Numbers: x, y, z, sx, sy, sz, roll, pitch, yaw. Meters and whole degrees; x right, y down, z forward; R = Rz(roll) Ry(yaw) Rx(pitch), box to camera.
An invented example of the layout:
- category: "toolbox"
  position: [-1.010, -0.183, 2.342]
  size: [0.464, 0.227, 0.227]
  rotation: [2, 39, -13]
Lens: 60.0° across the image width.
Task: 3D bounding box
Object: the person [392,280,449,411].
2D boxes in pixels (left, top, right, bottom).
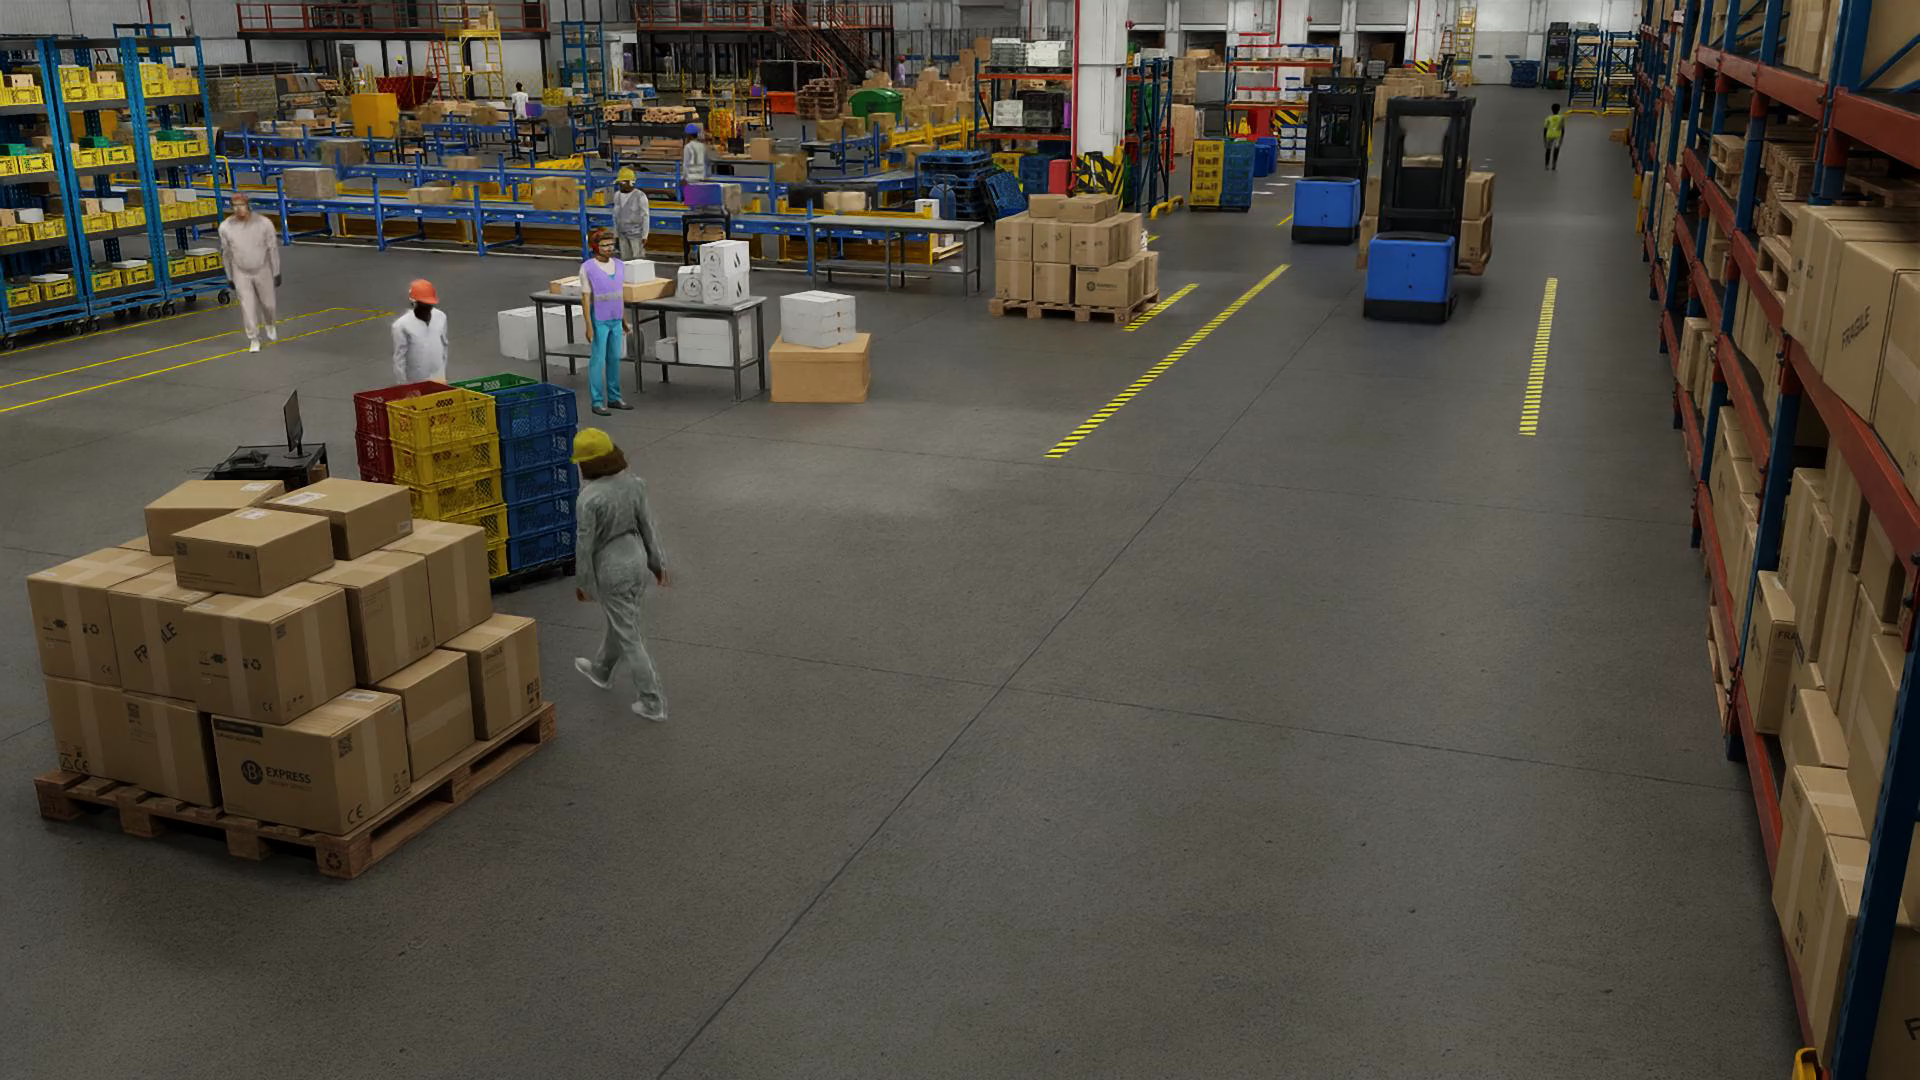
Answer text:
- category: "person"
  position: [-4.729, -1.467, 14.709]
  size: [0.866, 1.680, 0.587]
  rotation: [15, 23, 38]

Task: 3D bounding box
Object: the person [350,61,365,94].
- category: "person"
  position: [-25.657, -19.444, 70.862]
  size: [0.572, 1.887, 0.356]
  rotation: [-5, 18, -15]

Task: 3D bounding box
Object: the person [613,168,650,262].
- category: "person"
  position: [-4.630, -4.303, 23.375]
  size: [0.592, 1.833, 0.404]
  rotation: [10, 20, 29]

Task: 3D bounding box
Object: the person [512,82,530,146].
- category: "person"
  position: [-13.193, -12.804, 50.036]
  size: [0.514, 1.866, 0.329]
  rotation: [-2, 18, -7]

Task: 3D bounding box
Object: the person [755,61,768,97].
- category: "person"
  position: [-8.593, -19.777, 71.904]
  size: [0.925, 1.902, 0.542]
  rotation: [2, 18, 5]

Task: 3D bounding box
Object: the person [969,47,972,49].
- category: "person"
  position: [0.577, -26.533, 92.982]
  size: [0.650, 1.981, 0.628]
  rotation: [-15, 23, -39]

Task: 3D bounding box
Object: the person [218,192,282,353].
- category: "person"
  position: [-8.448, -3.205, 19.837]
  size: [0.655, 1.883, 0.537]
  rotation: [-6, 19, -19]

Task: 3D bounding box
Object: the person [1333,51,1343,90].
- category: "person"
  position: [19.287, -24.007, 85.058]
  size: [0.464, 1.979, 0.622]
  rotation: [14, 22, 37]

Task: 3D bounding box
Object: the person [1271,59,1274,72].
- category: "person"
  position: [16.394, -24.212, 85.995]
  size: [0.954, 1.791, 0.624]
  rotation: [15, 23, 40]

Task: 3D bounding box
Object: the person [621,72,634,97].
- category: "person"
  position: [-12.412, -16.559, 62.003]
  size: [0.365, 1.750, 0.552]
  rotation: [11, 21, 31]

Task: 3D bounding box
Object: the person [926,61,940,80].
- category: "person"
  position: [-1.150, -19.297, 70.368]
  size: [0.636, 1.915, 0.444]
  rotation: [7, 19, 20]

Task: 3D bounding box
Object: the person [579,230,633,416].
- category: "person"
  position: [-3.570, -2.188, 16.709]
  size: [0.374, 1.843, 0.568]
  rotation: [11, 21, 31]

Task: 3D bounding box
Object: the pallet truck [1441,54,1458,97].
- category: "pallet truck"
  position: [22.765, -21.886, 78.355]
  size: [0.823, 1.965, 1.885]
  rotation: [-4, 18, -14]

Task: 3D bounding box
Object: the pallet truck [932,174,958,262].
- category: "pallet truck"
  position: [-0.507, -5.292, 27.348]
  size: [0.653, 1.274, 1.630]
  rotation: [6, 19, 19]

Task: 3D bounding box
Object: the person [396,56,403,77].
- category: "person"
  position: [-25.614, -21.144, 76.137]
  size: [0.382, 1.928, 0.587]
  rotation: [-6, 19, -18]

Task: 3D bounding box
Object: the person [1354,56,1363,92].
- category: "person"
  position: [18.731, -21.821, 78.357]
  size: [0.521, 1.873, 0.334]
  rotation: [-9, 20, -26]

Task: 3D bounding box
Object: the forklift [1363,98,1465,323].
- category: "forklift"
  position: [6.065, -4.403, 21.991]
  size: [1.129, 2.768, 1.873]
  rotation: [6, 19, 19]

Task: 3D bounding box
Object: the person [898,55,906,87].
- category: "person"
  position: [-2.718, -20.873, 75.143]
  size: [0.819, 2.024, 0.618]
  rotation: [1, 18, 2]

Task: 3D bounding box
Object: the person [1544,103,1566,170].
- category: "person"
  position: [15.105, -10.256, 42.315]
  size: [0.528, 1.681, 0.653]
  rotation: [6, 19, 18]

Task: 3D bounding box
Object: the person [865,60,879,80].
- category: "person"
  position: [-3.579, -18.207, 66.725]
  size: [0.536, 2.000, 0.688]
  rotation: [15, 23, 38]

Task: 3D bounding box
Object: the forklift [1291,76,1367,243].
- category: "forklift"
  position: [6.598, -6.755, 29.381]
  size: [1.129, 2.768, 1.873]
  rotation: [6, 19, 19]

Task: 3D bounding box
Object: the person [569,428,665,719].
- category: "person"
  position: [-2.034, 0.166, 9.563]
  size: [0.880, 1.681, 0.521]
  rotation: [12, 21, 34]

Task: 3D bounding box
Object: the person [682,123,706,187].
- category: "person"
  position: [-4.909, -6.799, 31.082]
  size: [0.855, 1.926, 0.607]
  rotation: [6, 19, 17]
